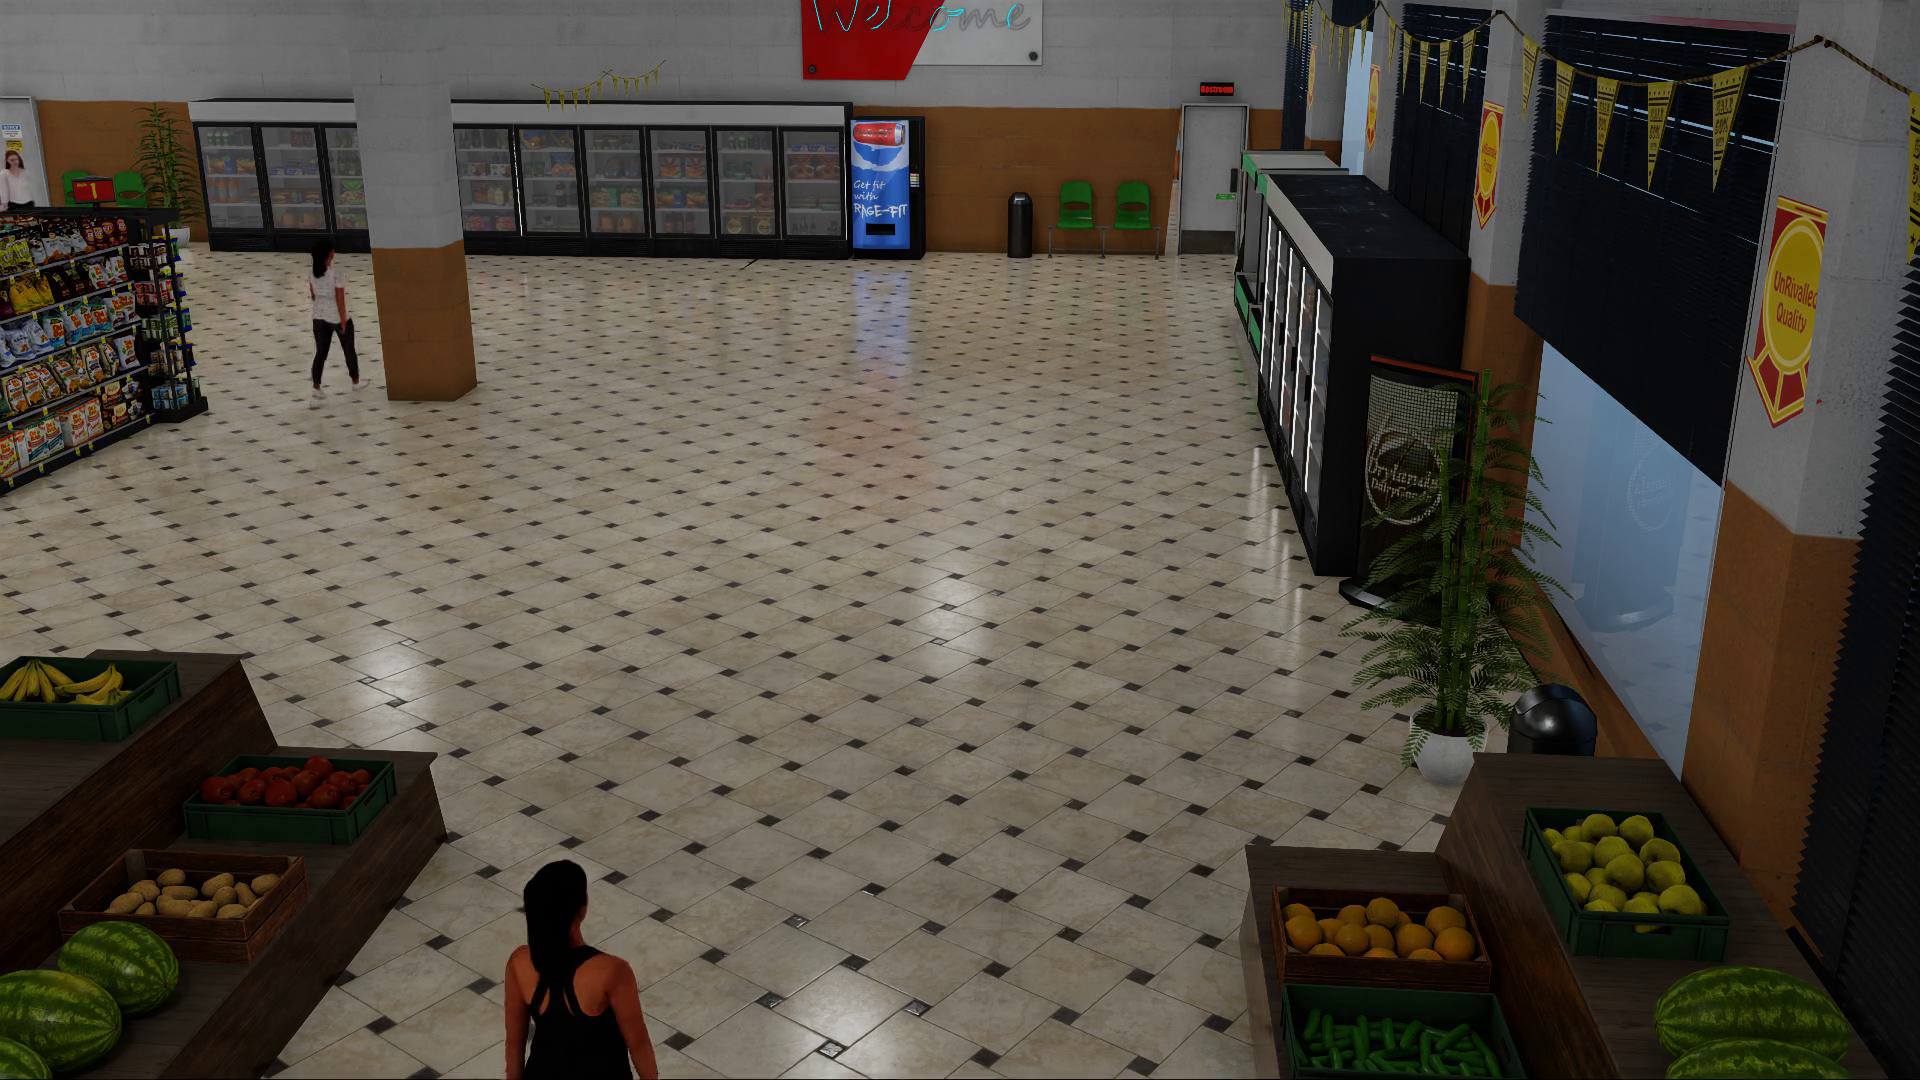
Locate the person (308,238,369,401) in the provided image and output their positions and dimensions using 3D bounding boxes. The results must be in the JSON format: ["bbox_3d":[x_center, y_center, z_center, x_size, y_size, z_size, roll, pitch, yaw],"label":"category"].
[{"bbox_3d":[-6.393,-2.183,16.754,0.651,1.604,1.116,3,19,10],"label":"person"}]

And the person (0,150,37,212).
[{"bbox_3d":[-13.776,-4.796,24.315,1.109,1.725,1.143,14,23,36],"label":"person"}]

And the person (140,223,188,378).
[{"bbox_3d":[-8.599,-2.492,17.582,0.964,1.660,1.042,11,21,29],"label":"person"}]

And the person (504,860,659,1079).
[{"bbox_3d":[-1.182,1.762,5.038,0.747,1.616,1.154,5,19,15],"label":"person"}]
